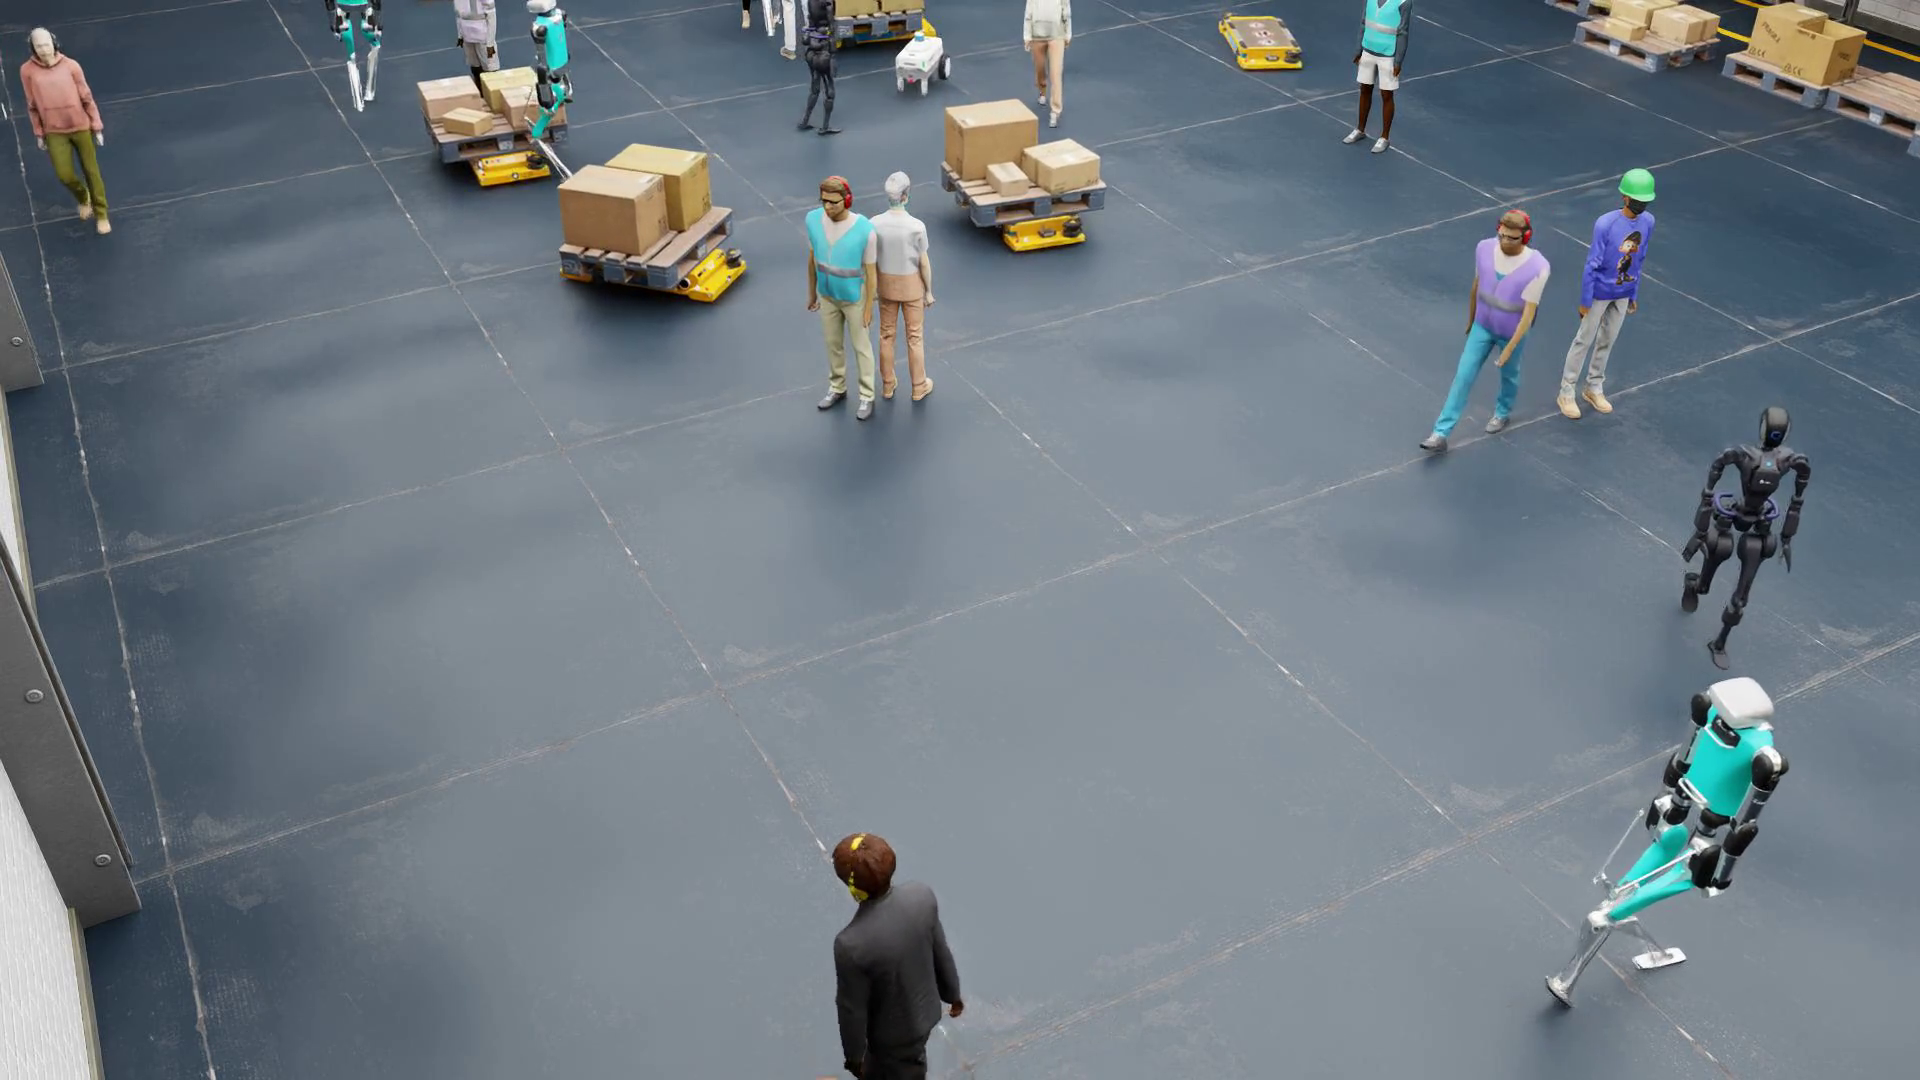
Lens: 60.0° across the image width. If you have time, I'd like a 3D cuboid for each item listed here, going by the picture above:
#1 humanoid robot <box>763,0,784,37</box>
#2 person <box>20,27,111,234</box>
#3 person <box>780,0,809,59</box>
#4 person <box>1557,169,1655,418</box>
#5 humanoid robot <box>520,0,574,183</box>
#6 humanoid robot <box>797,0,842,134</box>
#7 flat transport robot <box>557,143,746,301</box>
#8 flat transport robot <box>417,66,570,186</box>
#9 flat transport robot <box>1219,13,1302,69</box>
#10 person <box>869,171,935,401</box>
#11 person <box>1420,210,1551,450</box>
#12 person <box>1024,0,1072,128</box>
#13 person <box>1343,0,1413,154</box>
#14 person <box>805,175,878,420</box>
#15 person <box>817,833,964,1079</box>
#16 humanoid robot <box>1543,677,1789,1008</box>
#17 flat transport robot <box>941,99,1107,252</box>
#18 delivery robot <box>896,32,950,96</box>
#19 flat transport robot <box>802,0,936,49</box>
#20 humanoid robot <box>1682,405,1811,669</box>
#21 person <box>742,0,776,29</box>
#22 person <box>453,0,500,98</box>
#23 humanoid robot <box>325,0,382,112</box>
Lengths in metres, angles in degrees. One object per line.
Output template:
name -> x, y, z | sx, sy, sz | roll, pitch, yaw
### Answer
humanoid robot -> -2.188, -6.722, 19.091 | 0.530, 1.846, 0.811 | -3, 35, -4
person -> -7.726, -3.549, 14.424 | 0.555, 1.826, 0.440 | -14, 37, -18
person -> -1.821, -6.236, 18.214 | 0.572, 1.883, 0.355 | -13, 37, -18
person -> 4.622, -1.749, 11.817 | 0.468, 1.872, 0.342 | -9, 36, -13
humanoid robot -> -3.954, -4.146, 15.388 | 0.852, 1.814, 0.540 | 9, 36, 12
humanoid robot -> -1.411, -4.832, 16.416 | 0.453, 1.655, 0.613 | -16, 38, -21
flat transport robot -> -2.597, -2.325, 14.036 | 1.431, 0.231, 0.659 | 11, 37, 15
flat transport robot -> -4.485, -3.821, 16.172 | 0.659, 0.231, 1.431 | -15, 38, -20
flat transport robot -> 3.379, -5.624, 18.746 | 0.659, 0.231, 1.431 | -2, 35, -3
person -> -0.431, -1.819, 12.032 | 0.482, 1.738, 0.320 | 8, 36, 11
person -> 3.678, -1.435, 11.437 | 0.555, 1.786, 0.973 | 29, 44, 35
person -> 0.896, -5.090, 16.792 | 0.467, 1.627, 0.807 | 7, 36, 10
person -> 4.057, -4.703, 15.988 | 0.454, 1.931, 0.554 | -27, 43, -33
person -> -0.820, -1.737, 11.828 | 0.562, 1.839, 0.378 | 17, 39, 23
person -> -0.231, 1.902, 6.659 | 0.960, 1.816, 0.553 | 24, 41, 30
humanoid robot -> 3.019, 1.404, 7.440 | 0.964, 1.767, 0.531 | -9, 36, -12
flat transport robot -> 0.551, -2.998, 14.996 | 0.659, 0.231, 1.431 | -11, 37, -16
delivery robot -> -0.426, -5.117, 17.782 | 0.499, 0.606, 0.807 | 9, 36, 13
flat transport robot -> -1.053, -5.889, 19.123 | 1.431, 0.231, 0.659 | -10, 36, -14
humanoid robot -> 4.529, -0.093, 9.640 | 0.588, 1.638, 0.621 | 5, 35, 8
person -> -2.356, -6.742, 19.099 | 0.532, 1.692, 0.319 | -6, 35, -8
person -> -4.760, -4.962, 16.347 | 0.543, 1.938, 0.351 | 23, 41, 30
humanoid robot -> -6.157, -5.323, 17.039 | 0.578, 1.757, 0.844 | -9, 36, -12
